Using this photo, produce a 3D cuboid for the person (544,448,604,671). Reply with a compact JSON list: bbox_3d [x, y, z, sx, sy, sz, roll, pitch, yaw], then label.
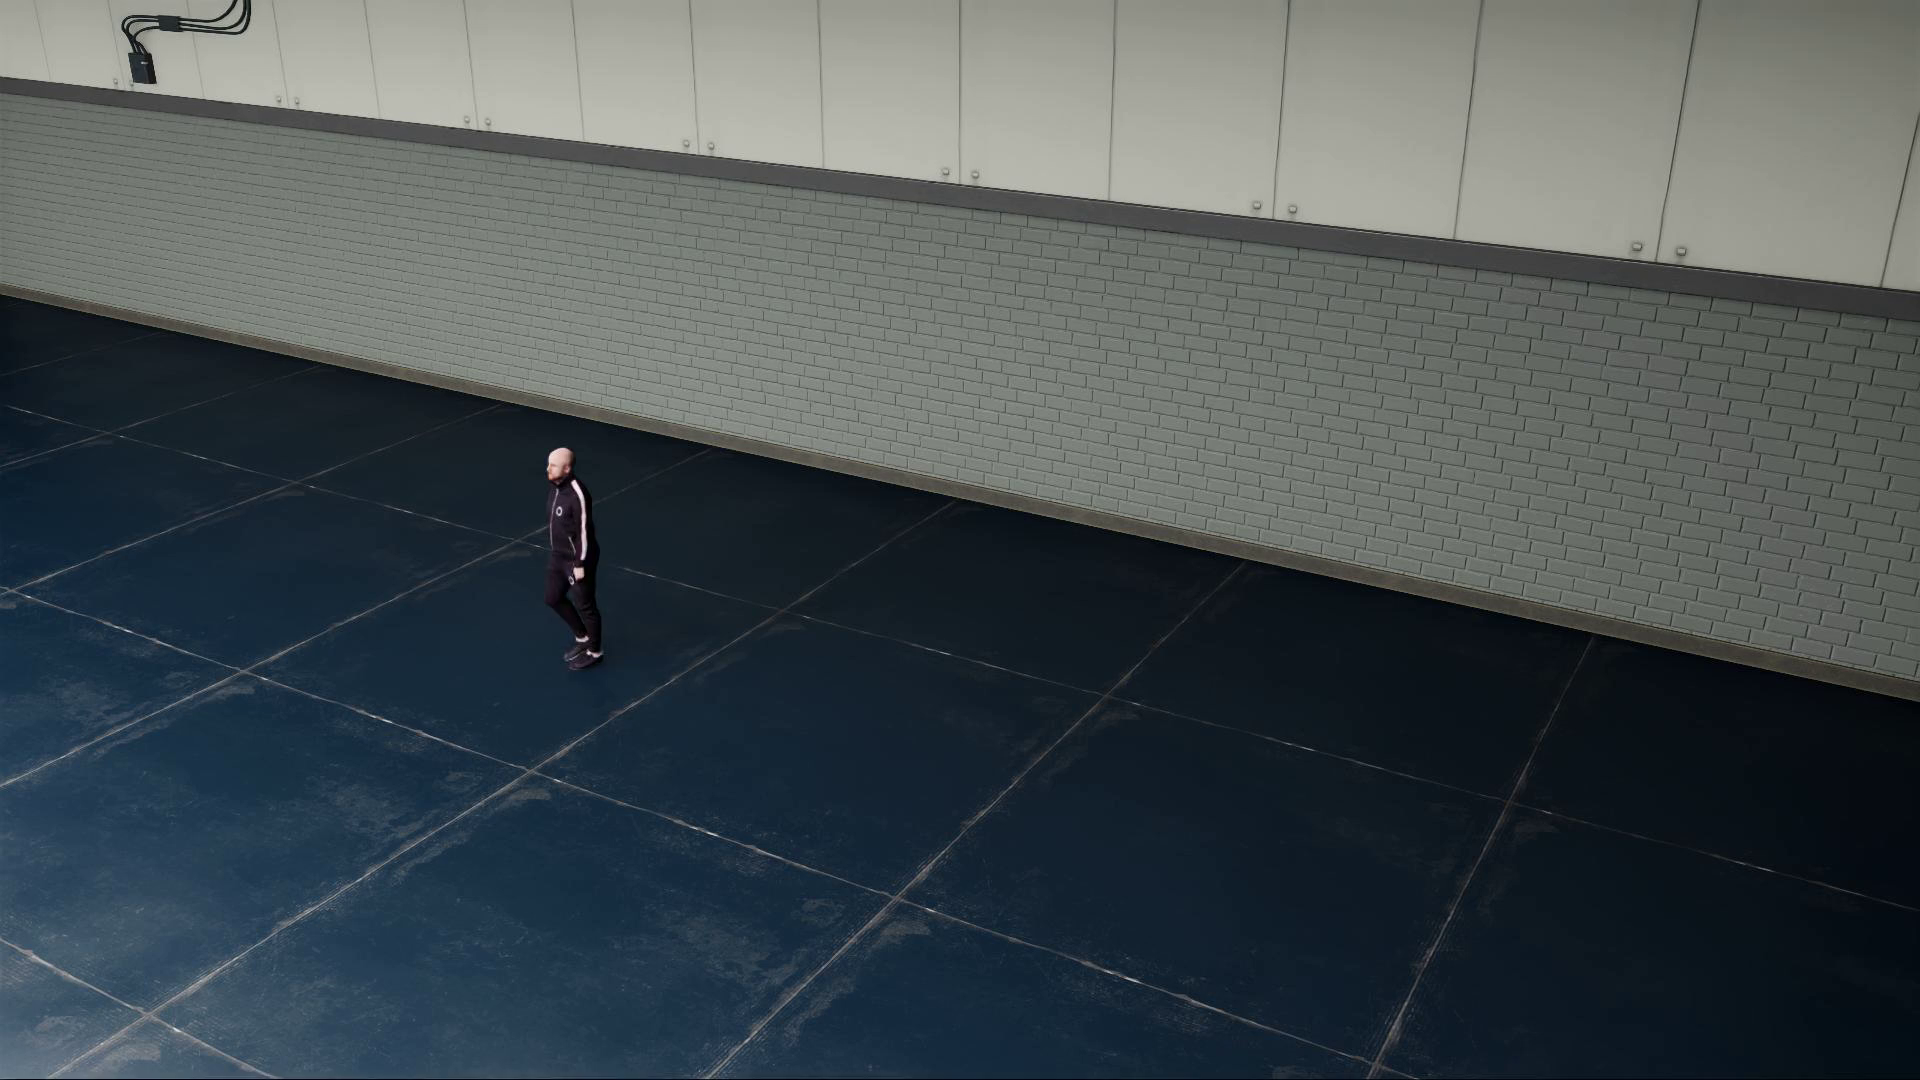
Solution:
[{"bbox_3d":[-2.859,0.127,12.731,0.770,1.821,0.801,-17,28,-34],"label":"person"}]
